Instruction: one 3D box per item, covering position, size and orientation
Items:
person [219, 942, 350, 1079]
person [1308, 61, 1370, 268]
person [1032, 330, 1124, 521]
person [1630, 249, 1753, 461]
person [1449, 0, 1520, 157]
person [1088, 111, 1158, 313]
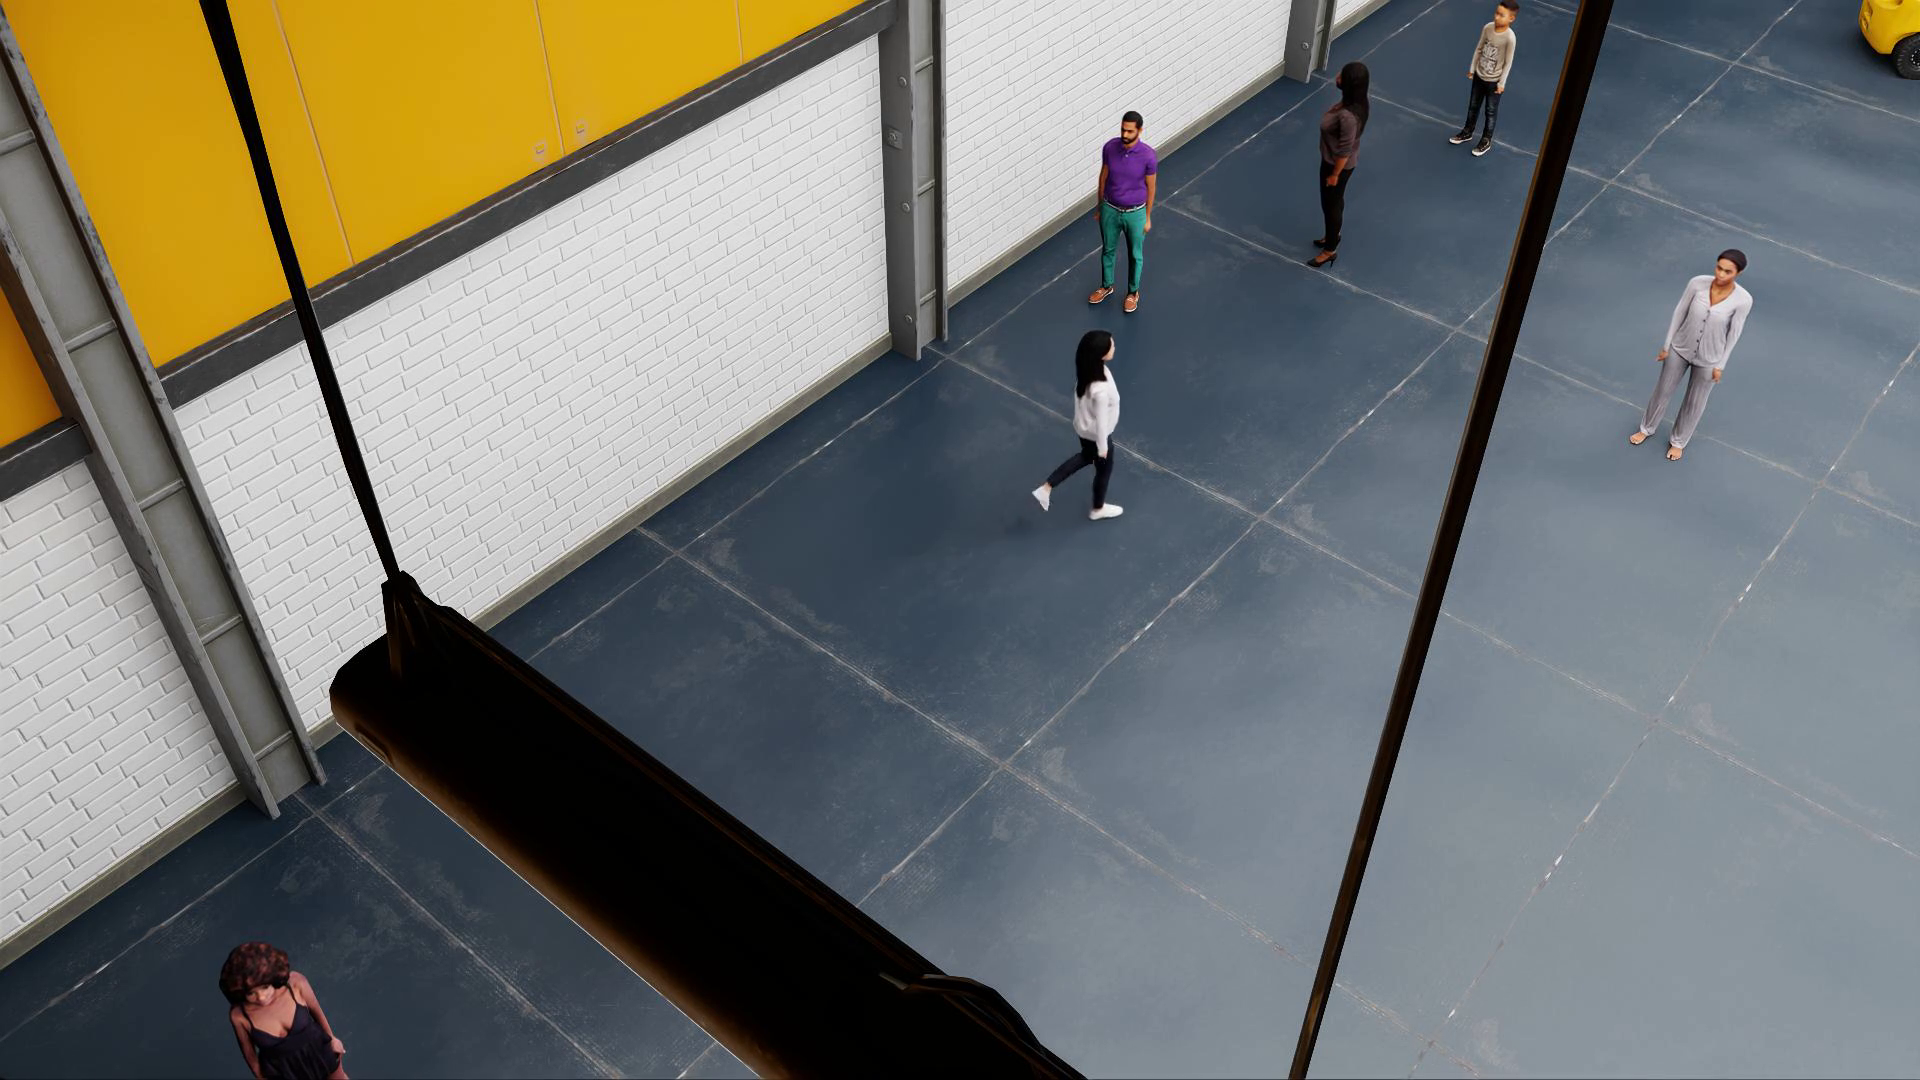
[{"bbox_3d":[-3.206,2.504,8.050,0.523,1.789,0.661,-30,51,-28],"label":"person"},{"bbox_3d":[3.187,-3.150,13.947,0.796,1.841,0.666,13,45,13],"label":"person"},{"bbox_3d":[0.850,-0.766,11.560,1.019,1.682,0.909,-10,45,-10],"label":"person"},{"bbox_3d":[5.395,-1.388,12.174,0.634,1.737,0.547,27,50,25],"label":"person"},{"bbox_3d":[4.927,-4.314,15.442,0.565,1.464,0.599,-27,50,-26],"label":"person"},{"bbox_3d":[1.340,-2.685,13.512,0.696,1.768,0.667,16,46,16],"label":"person"}]
